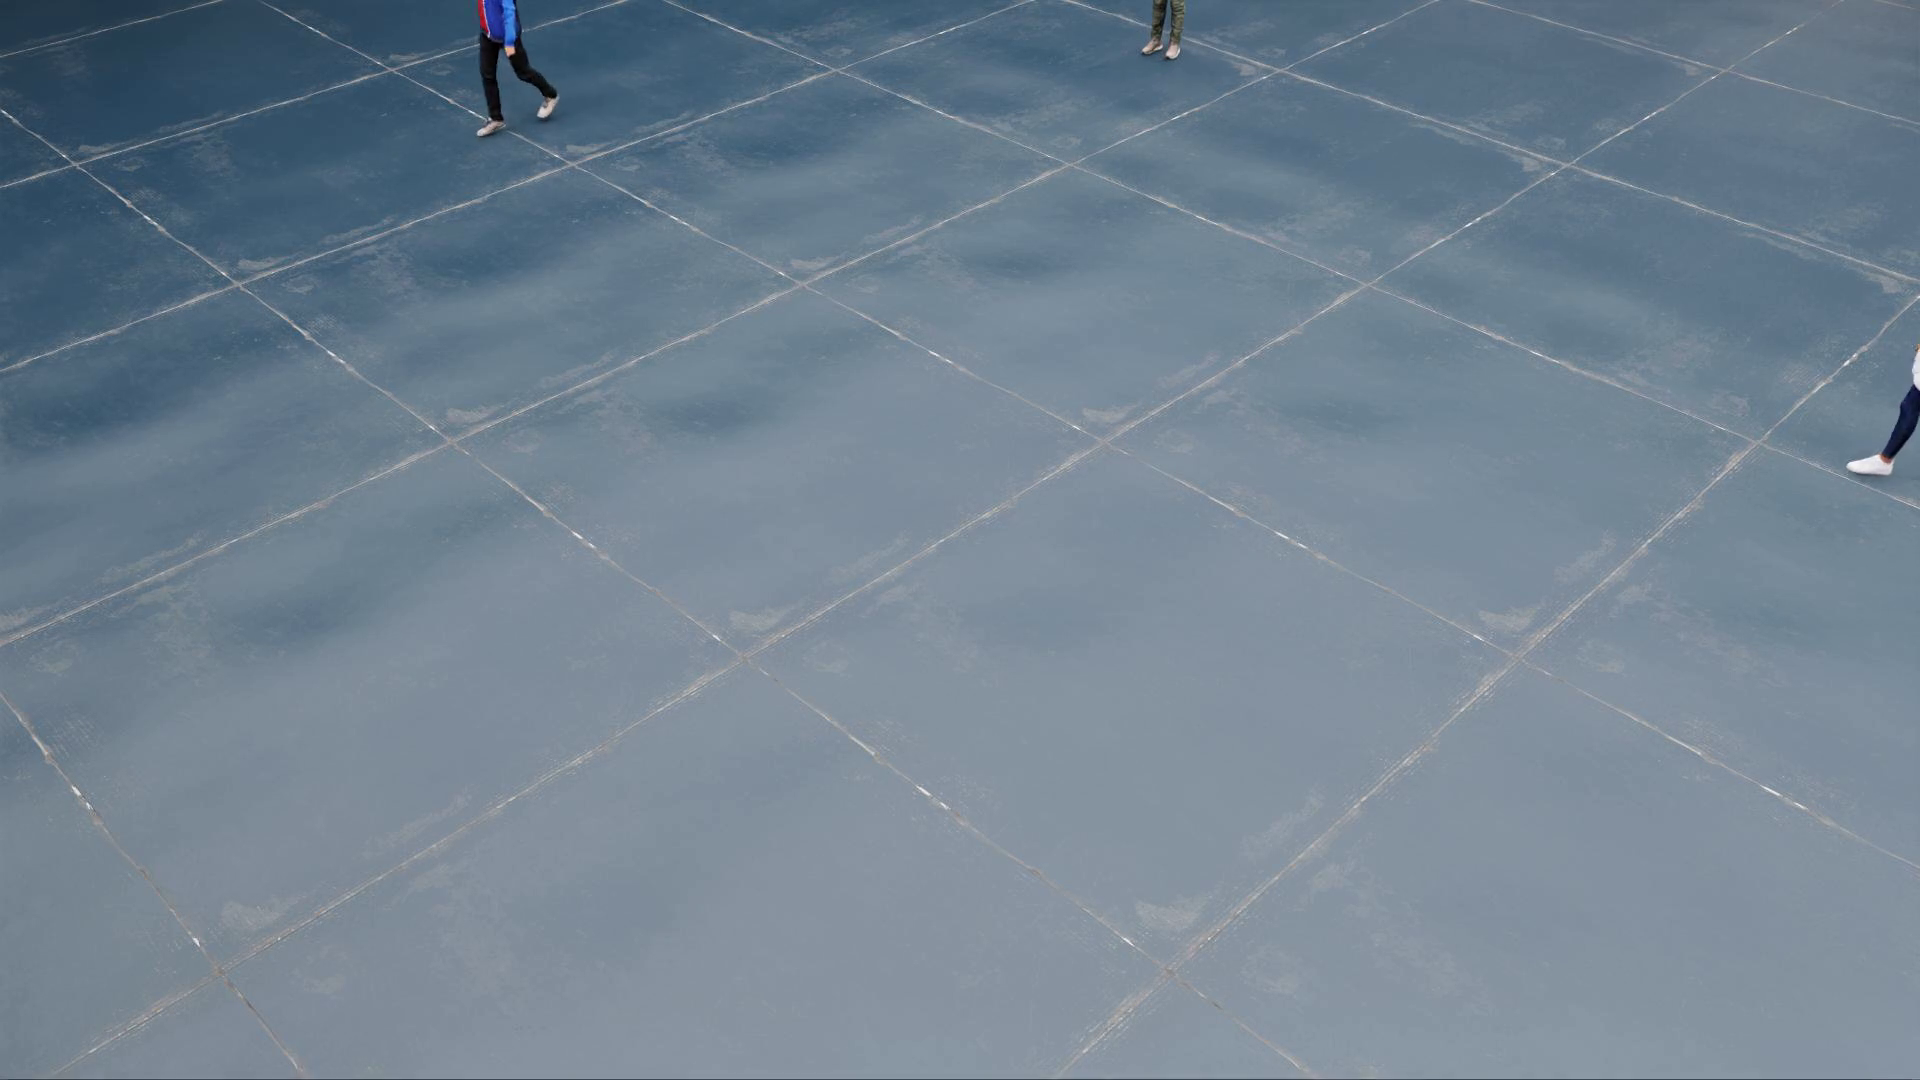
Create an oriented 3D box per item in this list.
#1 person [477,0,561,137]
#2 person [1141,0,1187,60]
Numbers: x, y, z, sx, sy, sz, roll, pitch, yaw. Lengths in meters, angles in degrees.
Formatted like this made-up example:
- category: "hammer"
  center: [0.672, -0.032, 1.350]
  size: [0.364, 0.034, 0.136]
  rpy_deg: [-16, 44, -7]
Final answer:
- category: "person"
  center: [-3.863, -4.398, 14.314]
  size: [0.736, 1.738, 1.088]
  rpy_deg: [25, 44, 29]
- category: "person"
  center: [2.003, -5.409, 15.715]
  size: [0.617, 1.653, 0.607]
  rpy_deg: [20, 42, 24]
